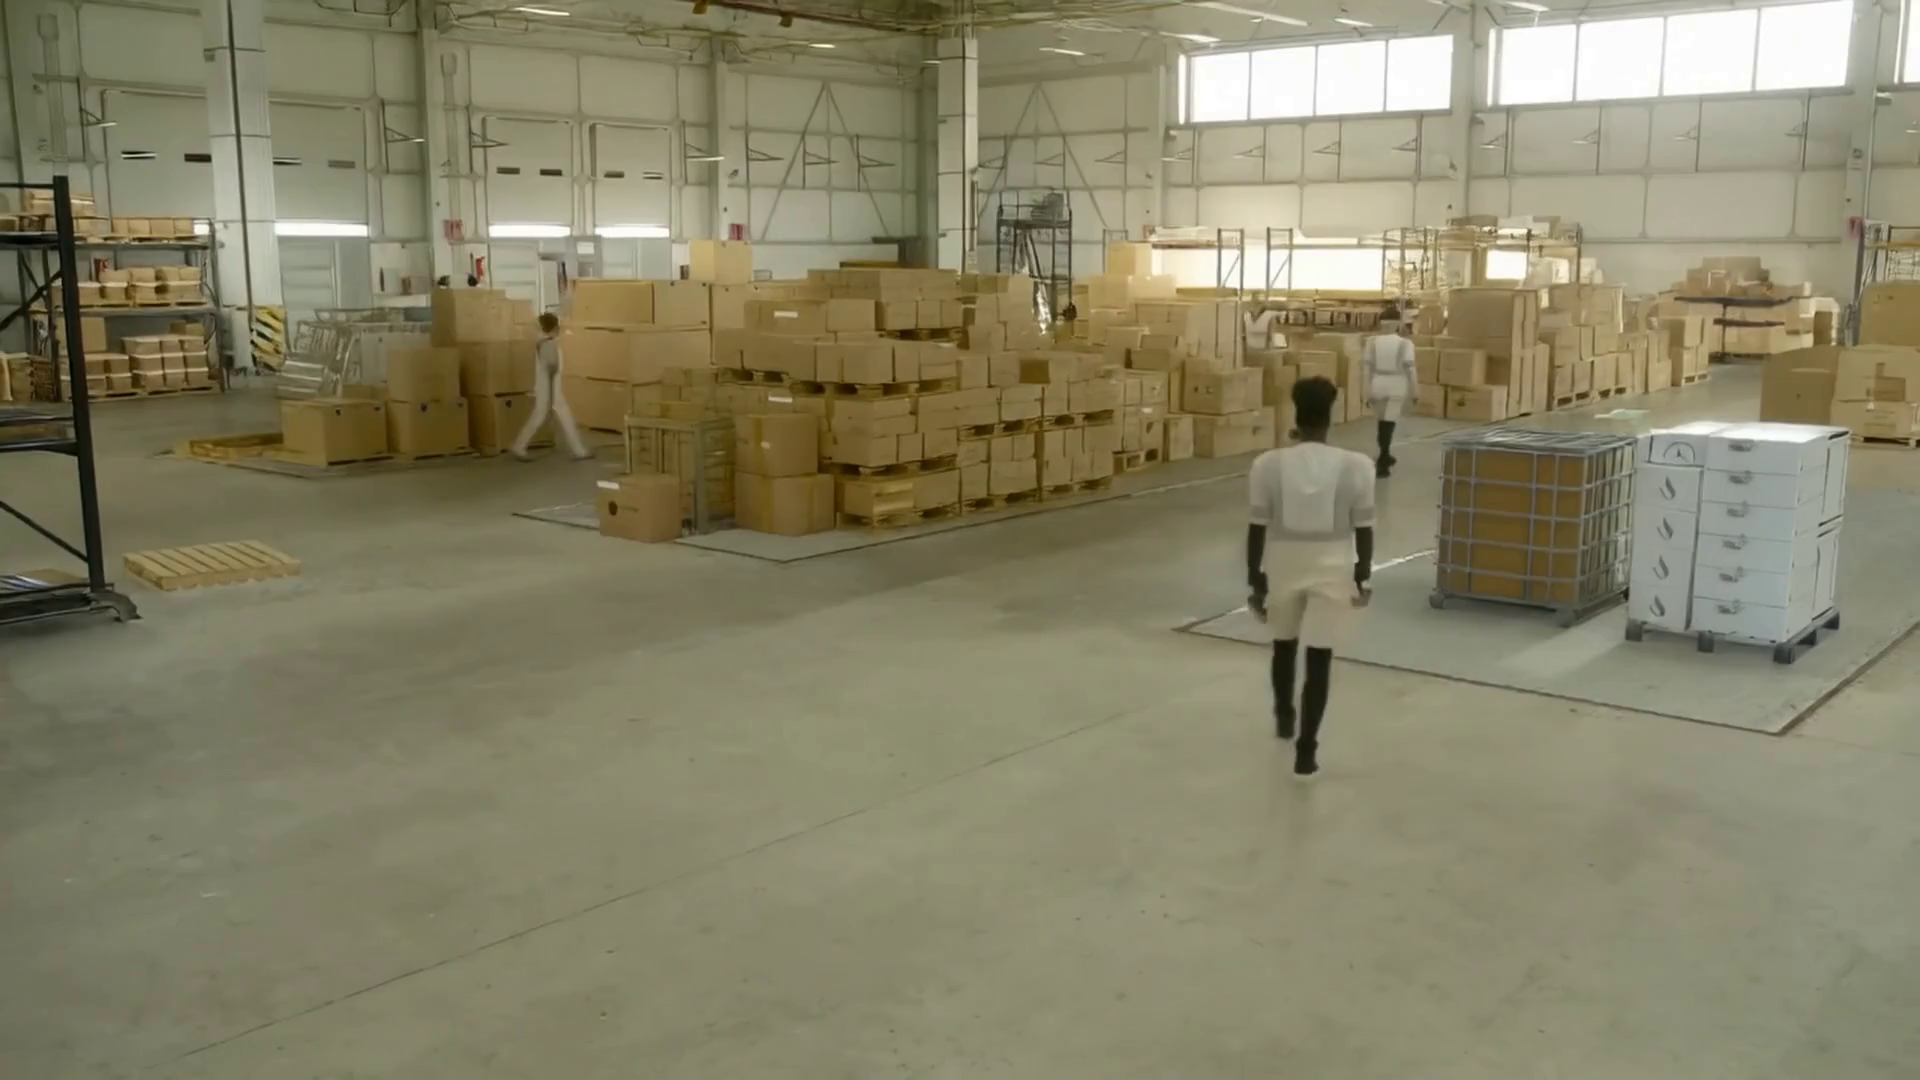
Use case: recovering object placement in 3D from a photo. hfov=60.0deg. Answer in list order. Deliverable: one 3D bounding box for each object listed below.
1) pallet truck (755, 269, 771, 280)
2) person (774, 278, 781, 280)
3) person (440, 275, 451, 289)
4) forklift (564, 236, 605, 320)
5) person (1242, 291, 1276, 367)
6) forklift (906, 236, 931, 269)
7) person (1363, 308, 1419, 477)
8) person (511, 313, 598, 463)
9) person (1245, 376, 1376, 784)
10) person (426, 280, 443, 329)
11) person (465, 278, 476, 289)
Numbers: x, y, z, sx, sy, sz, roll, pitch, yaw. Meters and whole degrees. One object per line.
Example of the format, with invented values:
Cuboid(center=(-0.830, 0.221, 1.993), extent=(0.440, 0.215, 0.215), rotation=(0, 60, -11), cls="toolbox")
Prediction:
Cuboid(center=(-4.996, -6.432, 45.525), extent=(1.885, 1.965, 0.823), rotation=(-6, 12, -32), cls="pallet truck")
Cuboid(center=(-3.957, -4.900, 37.112), extent=(0.982, 1.903, 0.636), rotation=(-4, 11, -23), cls="person")
Cuboid(center=(-11.701, -5.065, 37.899), extent=(0.545, 1.942, 0.350), rotation=(-7, 12, -36), cls="person")
Cuboid(center=(-8.642, -5.648, 38.550), extent=(1.873, 2.768, 1.129), rotation=(8, 13, 40), cls="forklift")
Cuboid(center=(4.588, -2.937, 25.975), extent=(0.596, 1.881, 0.931), rotation=(8, 12, 37), cls="person")
Cuboid(center=(-0.984, -5.764, 39.211), extent=(1.873, 2.768, 1.129), rotation=(2, 10, 14), cls="forklift")
Cuboid(center=(4.836, -1.663, 18.715), extent=(0.563, 1.883, 1.012), rotation=(6, 12, 32), cls="person")
Cuboid(center=(-4.877, -1.795, 19.725), extent=(1.034, 1.795, 0.525), rotation=(-6, 12, -30), cls="person")
Cuboid(center=(1.728, 0.160, 8.181), extent=(0.607, 1.920, 0.958), rotation=(3, 10, 17), cls="person")
Cuboid(center=(-11.800, -4.874, 37.092), extent=(0.778, 1.859, 0.585), rotation=(-8, 13, -38), cls="person")
Cuboid(center=(-10.935, -4.943, 37.379), extent=(0.374, 1.902, 0.784), rotation=(-5, 11, -27), cls="person")
